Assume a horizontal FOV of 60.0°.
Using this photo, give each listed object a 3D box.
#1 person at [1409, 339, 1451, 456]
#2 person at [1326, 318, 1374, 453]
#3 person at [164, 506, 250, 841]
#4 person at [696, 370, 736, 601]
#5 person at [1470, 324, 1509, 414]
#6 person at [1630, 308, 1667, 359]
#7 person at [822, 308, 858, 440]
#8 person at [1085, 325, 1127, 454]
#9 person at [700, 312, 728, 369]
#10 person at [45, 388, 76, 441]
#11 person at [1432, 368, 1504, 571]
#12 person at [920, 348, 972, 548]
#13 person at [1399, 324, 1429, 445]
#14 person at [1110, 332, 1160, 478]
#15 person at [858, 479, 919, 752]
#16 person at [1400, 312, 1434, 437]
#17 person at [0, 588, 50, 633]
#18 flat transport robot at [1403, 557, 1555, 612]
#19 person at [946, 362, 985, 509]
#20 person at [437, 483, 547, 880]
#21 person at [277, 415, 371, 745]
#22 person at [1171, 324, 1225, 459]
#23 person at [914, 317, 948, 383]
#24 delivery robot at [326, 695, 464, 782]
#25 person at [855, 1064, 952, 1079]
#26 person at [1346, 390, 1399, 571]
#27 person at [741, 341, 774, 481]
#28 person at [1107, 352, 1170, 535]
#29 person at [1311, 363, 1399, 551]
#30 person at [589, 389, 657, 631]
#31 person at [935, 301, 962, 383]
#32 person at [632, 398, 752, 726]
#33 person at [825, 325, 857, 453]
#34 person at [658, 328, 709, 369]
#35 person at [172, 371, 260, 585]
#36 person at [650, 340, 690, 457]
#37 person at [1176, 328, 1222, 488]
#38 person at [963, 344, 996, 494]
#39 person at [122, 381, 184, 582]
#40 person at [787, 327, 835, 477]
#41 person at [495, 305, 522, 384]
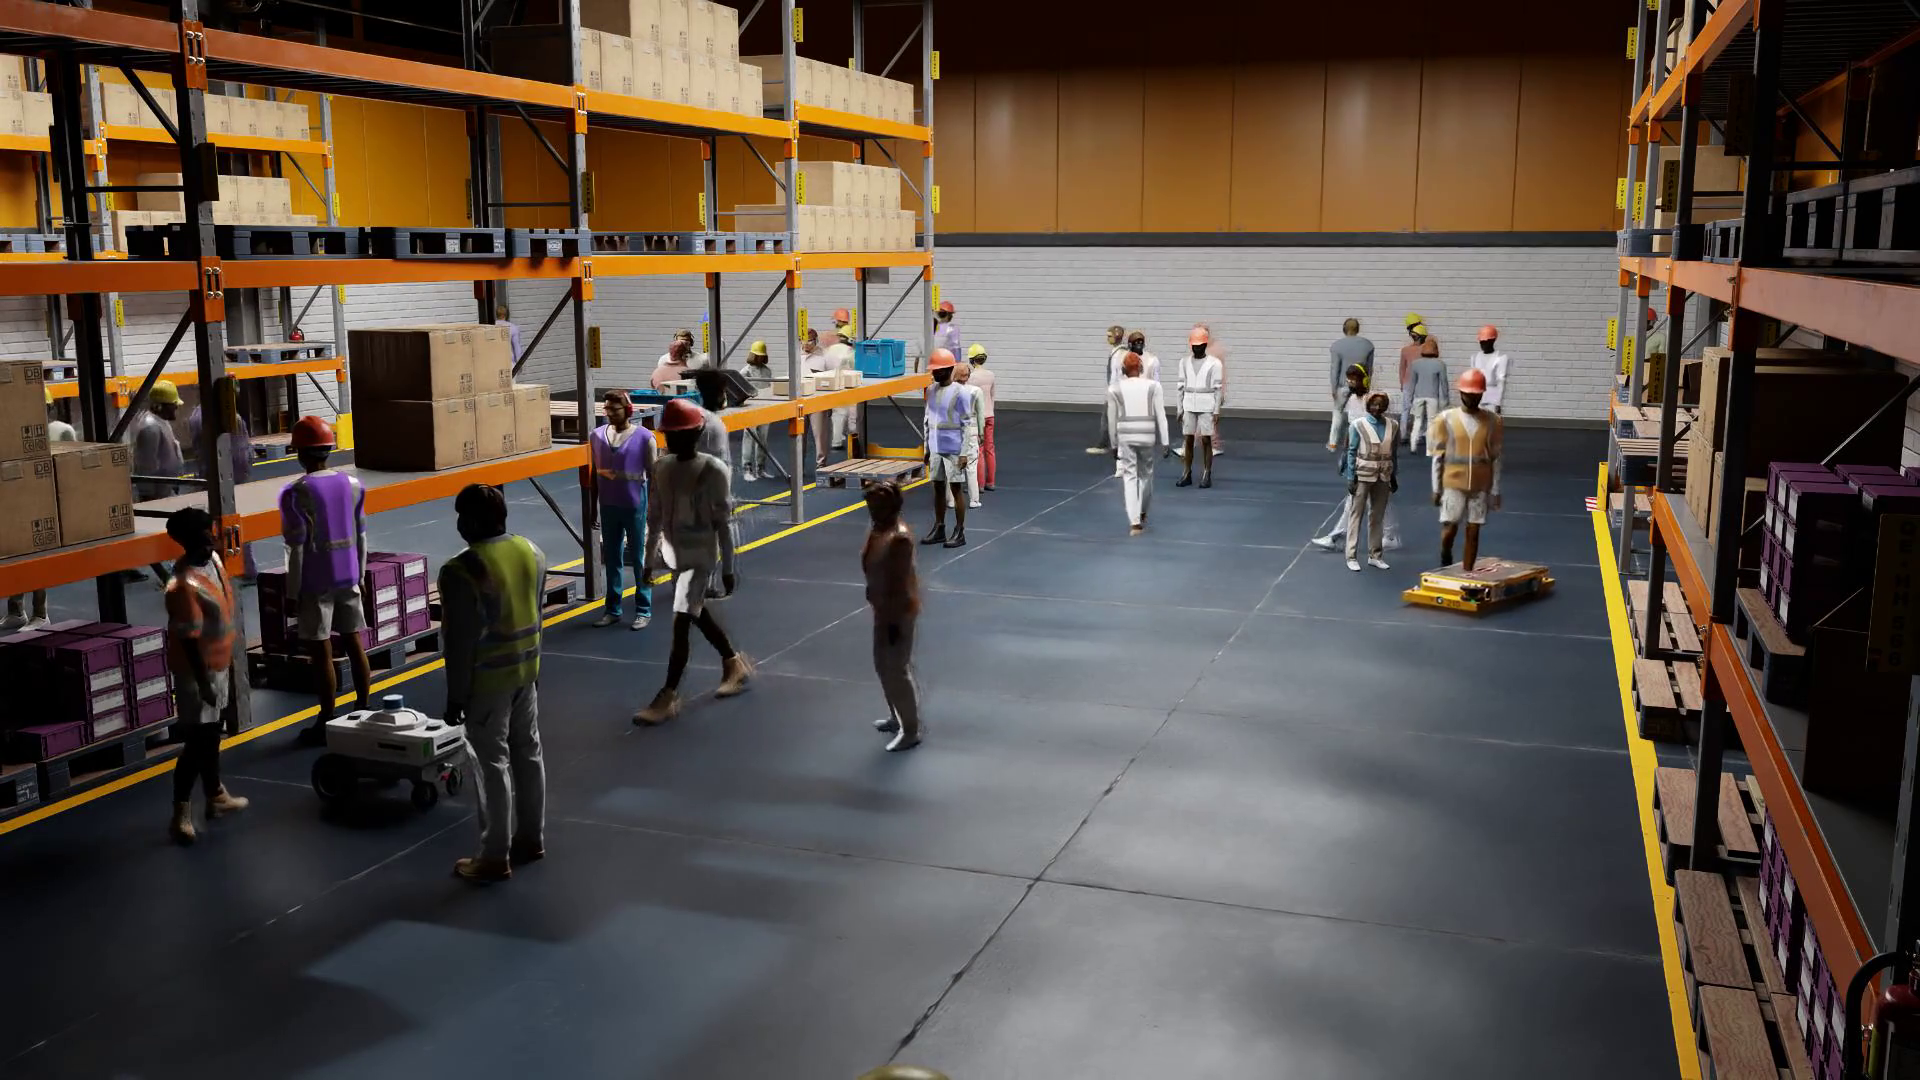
[{"bbox_3d":[6.489,-1.961,23.045,0.526,1.630,0.323,8,13,36],"label":"person"},{"bbox_3d":[5.461,-2.159,23.344,0.645,1.902,0.881,0,10,-2],"label":"person"},{"bbox_3d":[-3.783,0.639,8.299,0.327,1.663,0.618,-2,10,-10],"label":"person"},{"bbox_3d":[-2.085,-0.435,13.640,0.408,1.923,0.715,-6,12,-31],"label":"person"},{"bbox_3d":[6.654,-1.761,21.055,0.413,1.927,0.567,-9,13,-40],"label":"person"},{"bbox_3d":[10.292,-2.495,25.024,0.391,1.986,0.609,-9,13,-40],"label":"person"},{"bbox_3d":[-1.783,-2.489,25.002,0.628,1.990,0.431,-5,11,-28],"label":"person"},{"bbox_3d":[2.228,-2.107,23.317,0.853,1.820,0.532,1,10,7],"label":"person"},{"bbox_3d":[-3.638,-2.410,24.650,0.389,1.949,0.604,-4,11,-19],"label":"person"},{"bbox_3d":[-7.935,-0.497,14.482,0.529,1.735,0.852,-1,10,-6],"label":"person"},{"bbox_3d":[4.192,-0.464,13.756,0.548,1.921,0.452,2,10,9],"label":"person"},{"bbox_3d":[-0.154,-0.886,16.107,0.551,1.932,0.376,9,13,41],"label":"person"},{"bbox_3d":[6.694,-2.273,24.403,0.329,1.765,0.533,-8,13,-39],"label":"person"},{"bbox_3d":[2.196,-1.697,20.940,0.633,1.843,0.429,1,10,4],"label":"person"},{"bbox_3d":[-0.391,0.428,9.620,0.405,1.605,0.573,-4,11,-20],"label":"person"},{"bbox_3d":[6.963,-2.515,25.369,0.618,1.895,0.481,-7,12,-33],"label":"person"},{"bbox_3d":[-7.168,-0.227,12.564,0.511,1.877,0.328,4,11,22],"label":"person"},{"bbox_3d":[4.333,0.352,13.822,0.652,0.197,1.431,9,14,43],"label":"flat transport robot"},{"bbox_3d":[0.024,-1.158,18.472,0.513,1.639,0.307,1,10,8],"label":"person"},{"bbox_3d":[-2.175,0.651,7.712,0.430,1.845,0.624,5,11,24],"label":"person"},{"bbox_3d":[-3.743,0.236,9.777,0.378,1.938,0.547,7,12,34],"label":"person"},{"bbox_3d":[3.263,-2.031,22.795,1.022,1.847,0.651,-6,11,-29],"label":"person"},{"bbox_3d":[-0.430,-2.505,25.508,0.568,1.828,0.902,0,10,2],"label":"person"},{"bbox_3d":[-2.975,1.061,8.765,0.707,0.478,0.477,4,11,22],"label":"delivery robot"},{"bbox_3d":[-0.068,1.589,2.177,0.354,1.930,0.594,-8,13,-40],"label":"person"},{"bbox_3d":[3.712,-0.537,14.983,0.516,1.636,0.314,-3,11,-18],"label":"person"},{"bbox_3d":[-2.506,-1.606,20.724,0.331,1.735,0.490,9,13,40],"label":"person"},{"bbox_3d":[1.835,-1.011,17.124,0.652,1.823,1.011,1,10,3],"label":"person"},{"bbox_3d":[3.801,-0.772,15.811,0.948,1.809,0.526,-2,10,-11],"label":"person"},{"bbox_3d":[-2.562,-0.234,12.697,0.574,1.839,0.375,3,11,19],"label":"person"},{"bbox_3d":[-0.218,-2.781,26.482,0.623,2.041,0.391,7,12,34],"label":"person"},{"bbox_3d":[-1.678,0.095,10.434,0.627,1.996,1.056,7,13,36],"label":"person"},{"bbox_3d":[-1.637,-2.138,23.528,0.610,1.801,0.574,9,13,41],"label":"person"},{"bbox_3d":[-3.286,-1.559,19.886,0.627,1.940,0.371,-2,10,-13],"label":"person"},{"bbox_3d":[-6.253,-0.485,14.030,0.836,1.879,0.651,-10,14,-44],"label":"person"},{"bbox_3d":[-3.054,-1.229,18.156,0.635,1.899,0.396,5,11,27],"label":"person"},{"bbox_3d":[2.867,-1.585,20.044,0.551,1.932,0.378,5,11,27],"label":"person"},{"bbox_3d":[0.218,-1.428,19.644,0.329,1.765,0.526,8,13,37],"label":"person"},{"bbox_3d":[-6.933,-0.498,14.422,0.907,1.770,0.662,-5,11,-25],"label":"person"},{"bbox_3d":[-1.888,-1.708,20.833,0.638,1.903,0.409,2,10,12],"label":"person"},{"bbox_3d":[-7.571,-2.932,27.620,0.635,1.937,0.354,2,10,8],"label":"person"}]
